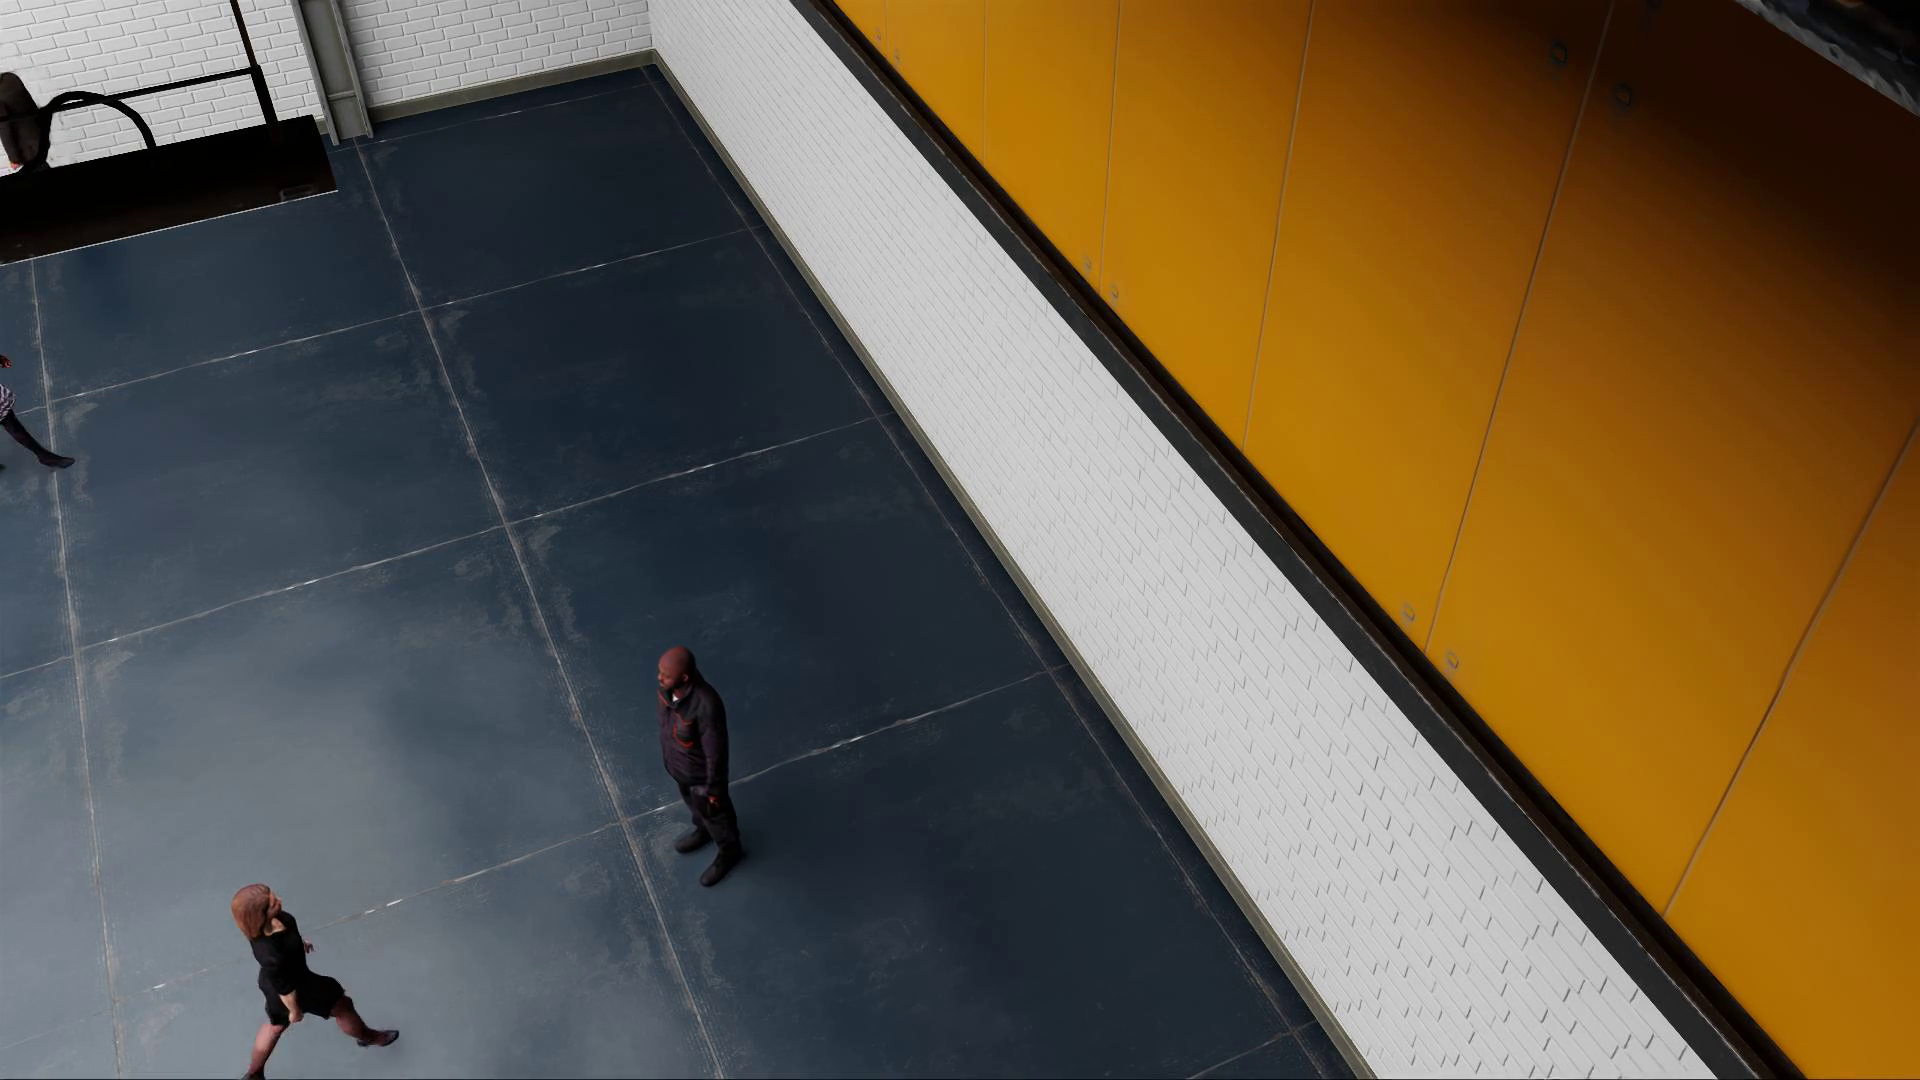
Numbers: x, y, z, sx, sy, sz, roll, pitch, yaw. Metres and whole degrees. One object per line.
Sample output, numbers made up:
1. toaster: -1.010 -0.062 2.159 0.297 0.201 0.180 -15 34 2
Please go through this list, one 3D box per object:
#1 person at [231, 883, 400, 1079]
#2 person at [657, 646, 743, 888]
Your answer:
1. person: -3.541 2.339 8.593 1.095 1.668 0.724 -26 49 -24
2. person: -1.496 1.250 9.628 0.720 1.816 0.770 -32 52 -29
